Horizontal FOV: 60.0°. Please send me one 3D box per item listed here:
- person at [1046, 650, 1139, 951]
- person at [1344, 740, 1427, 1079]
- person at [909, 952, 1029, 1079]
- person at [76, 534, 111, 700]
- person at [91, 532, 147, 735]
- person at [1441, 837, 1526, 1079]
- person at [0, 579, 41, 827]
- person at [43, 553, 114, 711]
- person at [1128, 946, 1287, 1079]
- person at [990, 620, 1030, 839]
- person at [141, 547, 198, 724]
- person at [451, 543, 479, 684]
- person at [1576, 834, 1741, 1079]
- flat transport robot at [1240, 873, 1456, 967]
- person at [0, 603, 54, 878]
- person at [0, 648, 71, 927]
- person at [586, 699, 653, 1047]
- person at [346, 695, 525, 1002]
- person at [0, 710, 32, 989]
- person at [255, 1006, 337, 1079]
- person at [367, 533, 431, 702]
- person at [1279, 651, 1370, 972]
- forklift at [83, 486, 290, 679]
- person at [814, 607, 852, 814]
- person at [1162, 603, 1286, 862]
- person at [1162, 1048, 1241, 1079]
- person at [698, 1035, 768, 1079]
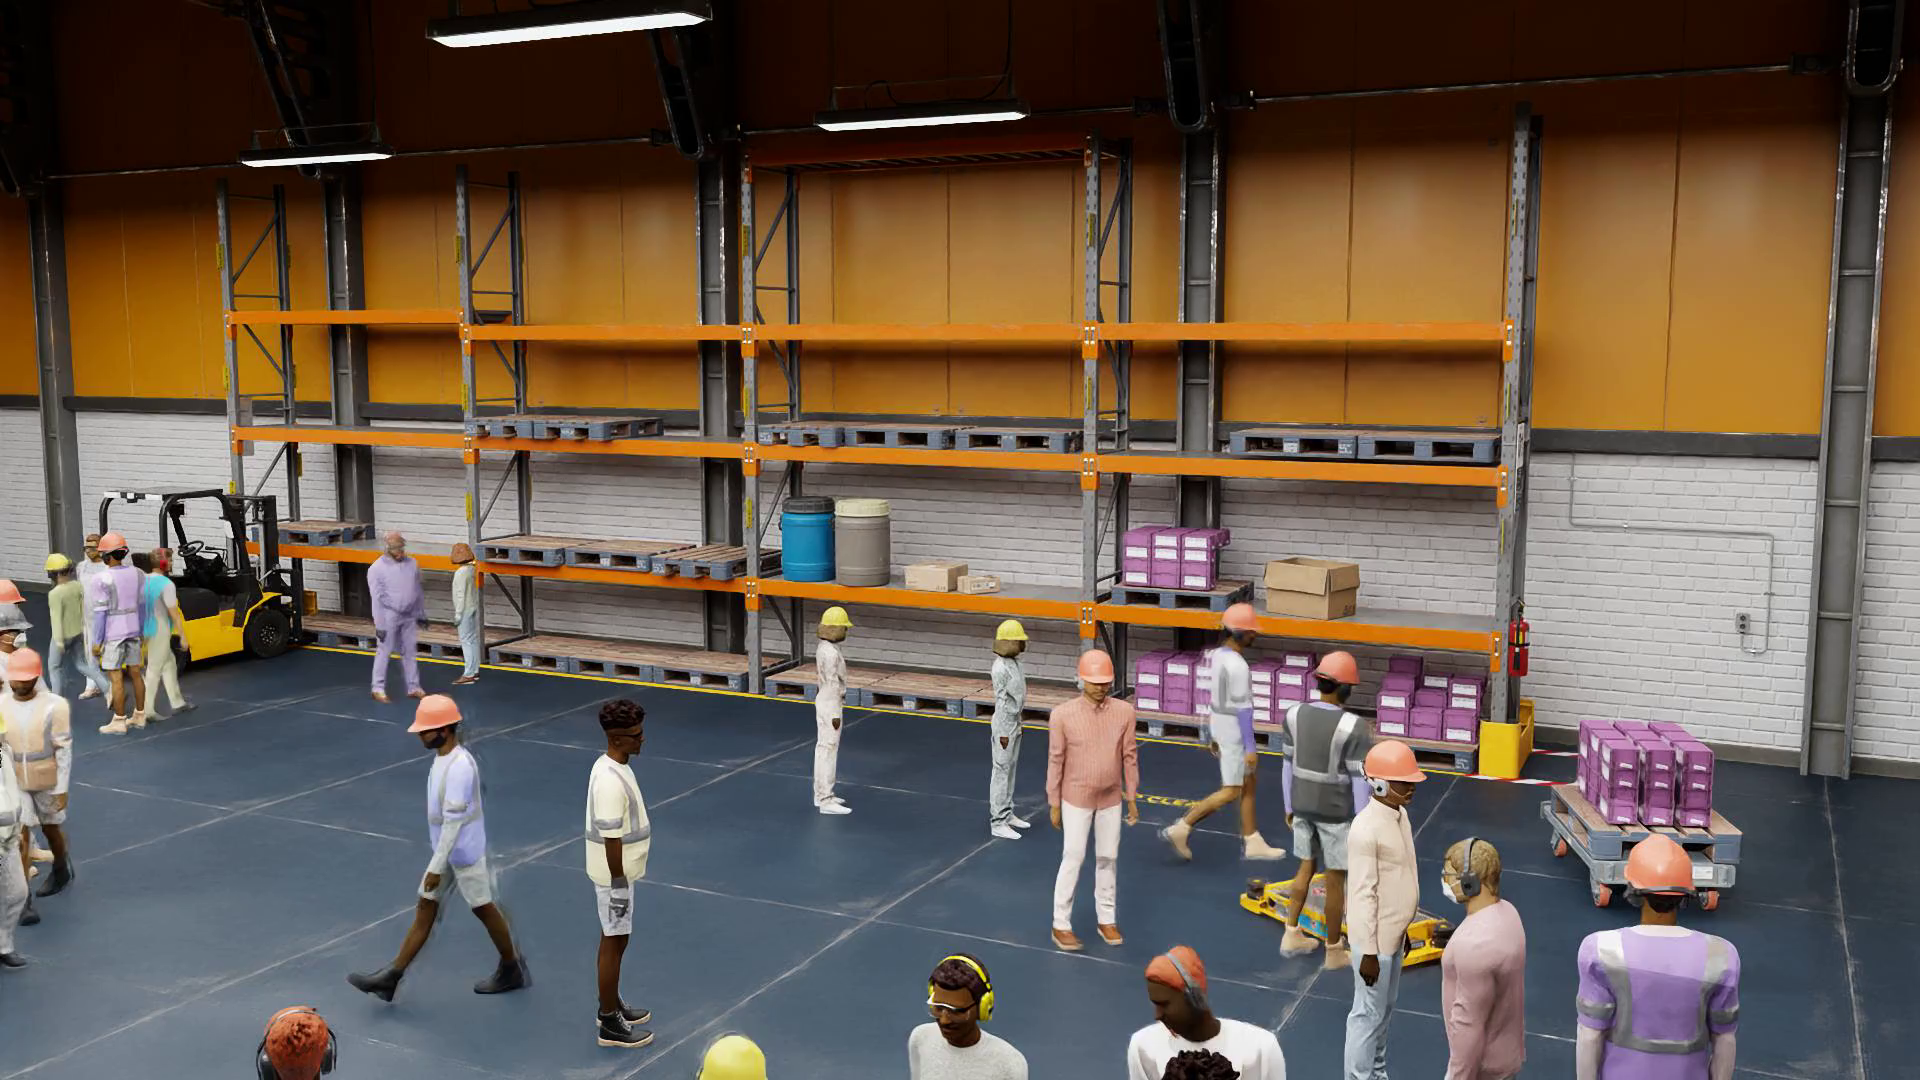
[{"bbox_3d":[0.878,1.686,10.862,0.619,1.983,0.405,-2,7,-19],"label":"person"},{"bbox_3d":[2.130,1.983,8.365,0.382,1.995,0.612,4,8,29],"label":"person"},{"bbox_3d":[0.006,2.352,5.891,0.524,1.859,0.317,5,9,36],"label":"person"},{"bbox_3d":[-9.501,0.847,18.357,0.505,1.847,0.344,0,7,1],"label":"person"},{"bbox_3d":[-8.498,0.940,16.781,0.379,2.044,0.607,2,7,20],"label":"person"},{"bbox_3d":[2.157,2.191,6.943,0.382,1.928,0.640,4,8,28],"label":"person"},{"bbox_3d":[-7.741,1.335,13.518,0.611,2.043,0.375,3,7,22],"label":"person"},{"bbox_3d":[-9.365,0.995,17.560,0.761,1.740,0.535,1,7,5],"label":"person"},{"bbox_3d":[0.883,2.367,5.828,0.654,1.842,0.673,2,7,16],"label":"person"},{"bbox_3d":[0.408,1.504,13.353,0.294,1.744,0.487,2,7,17],"label":"person"},{"bbox_3d":[-8.263,0.982,17.367,0.588,1.810,0.826,5,9,37],"label":"person"},{"bbox_3d":[-5.735,0.844,19.246,0.276,1.633,0.507,0,7,0],"label":"person"},{"bbox_3d":[2.739,2.170,6.602,0.608,2.048,0.365,1,7,7],"label":"person"},{"bbox_3d":[2.579,2.505,11.106,0.652,0.197,1.431,-4,8,-29],"label":"flat transport robot"},{"bbox_3d":[-7.023,1.470,12.409,0.538,2.000,0.682,-1,7,-7],"label":"person"},{"bbox_3d":[-6.455,1.652,11.575,0.544,1.897,0.913,-2,7,-19],"label":"person"},{"bbox_3d":[-1.936,1.865,9.449,0.362,1.963,0.610,-1,7,-11],"label":"person"},{"bbox_3d":[-3.102,1.852,9.887,1.042,1.877,0.547,-4,8,-31],"label":"person"},{"bbox_3d":[-5.943,1.856,10.155,0.428,1.812,0.611,1,7,5],"label":"person"},{"bbox_3d":[-2.072,2.411,5.314,0.578,1.878,0.342,-3,7,-23],"label":"person"},{"bbox_3d":[-6.178,0.846,18.330,0.551,1.881,0.742,5,8,33],"label":"person"},{"bbox_3d":[2.331,1.711,10.568,0.428,2.029,0.615,-7,10,-44],"label":"person"},{"bbox_3d":[-9.426,0.454,20.179,1.214,2.155,2.313,3,8,26],"label":"forklift"},{"bbox_3d":[-1.066,1.423,14.024,0.325,1.740,0.492,-1,7,-12],"label":"person"},{"bbox_3d":[2.009,1.466,12.566,0.911,2.011,0.614,0,7,-2],"label":"person"},{"bbox_3d":[0.685,2.431,4.808,0.603,1.958,0.381,1,7,11],"label":"person"},{"bbox_3d":[-0.783,2.450,5.565,0.527,1.744,0.713,-4,8,-30],"label":"person"}]
